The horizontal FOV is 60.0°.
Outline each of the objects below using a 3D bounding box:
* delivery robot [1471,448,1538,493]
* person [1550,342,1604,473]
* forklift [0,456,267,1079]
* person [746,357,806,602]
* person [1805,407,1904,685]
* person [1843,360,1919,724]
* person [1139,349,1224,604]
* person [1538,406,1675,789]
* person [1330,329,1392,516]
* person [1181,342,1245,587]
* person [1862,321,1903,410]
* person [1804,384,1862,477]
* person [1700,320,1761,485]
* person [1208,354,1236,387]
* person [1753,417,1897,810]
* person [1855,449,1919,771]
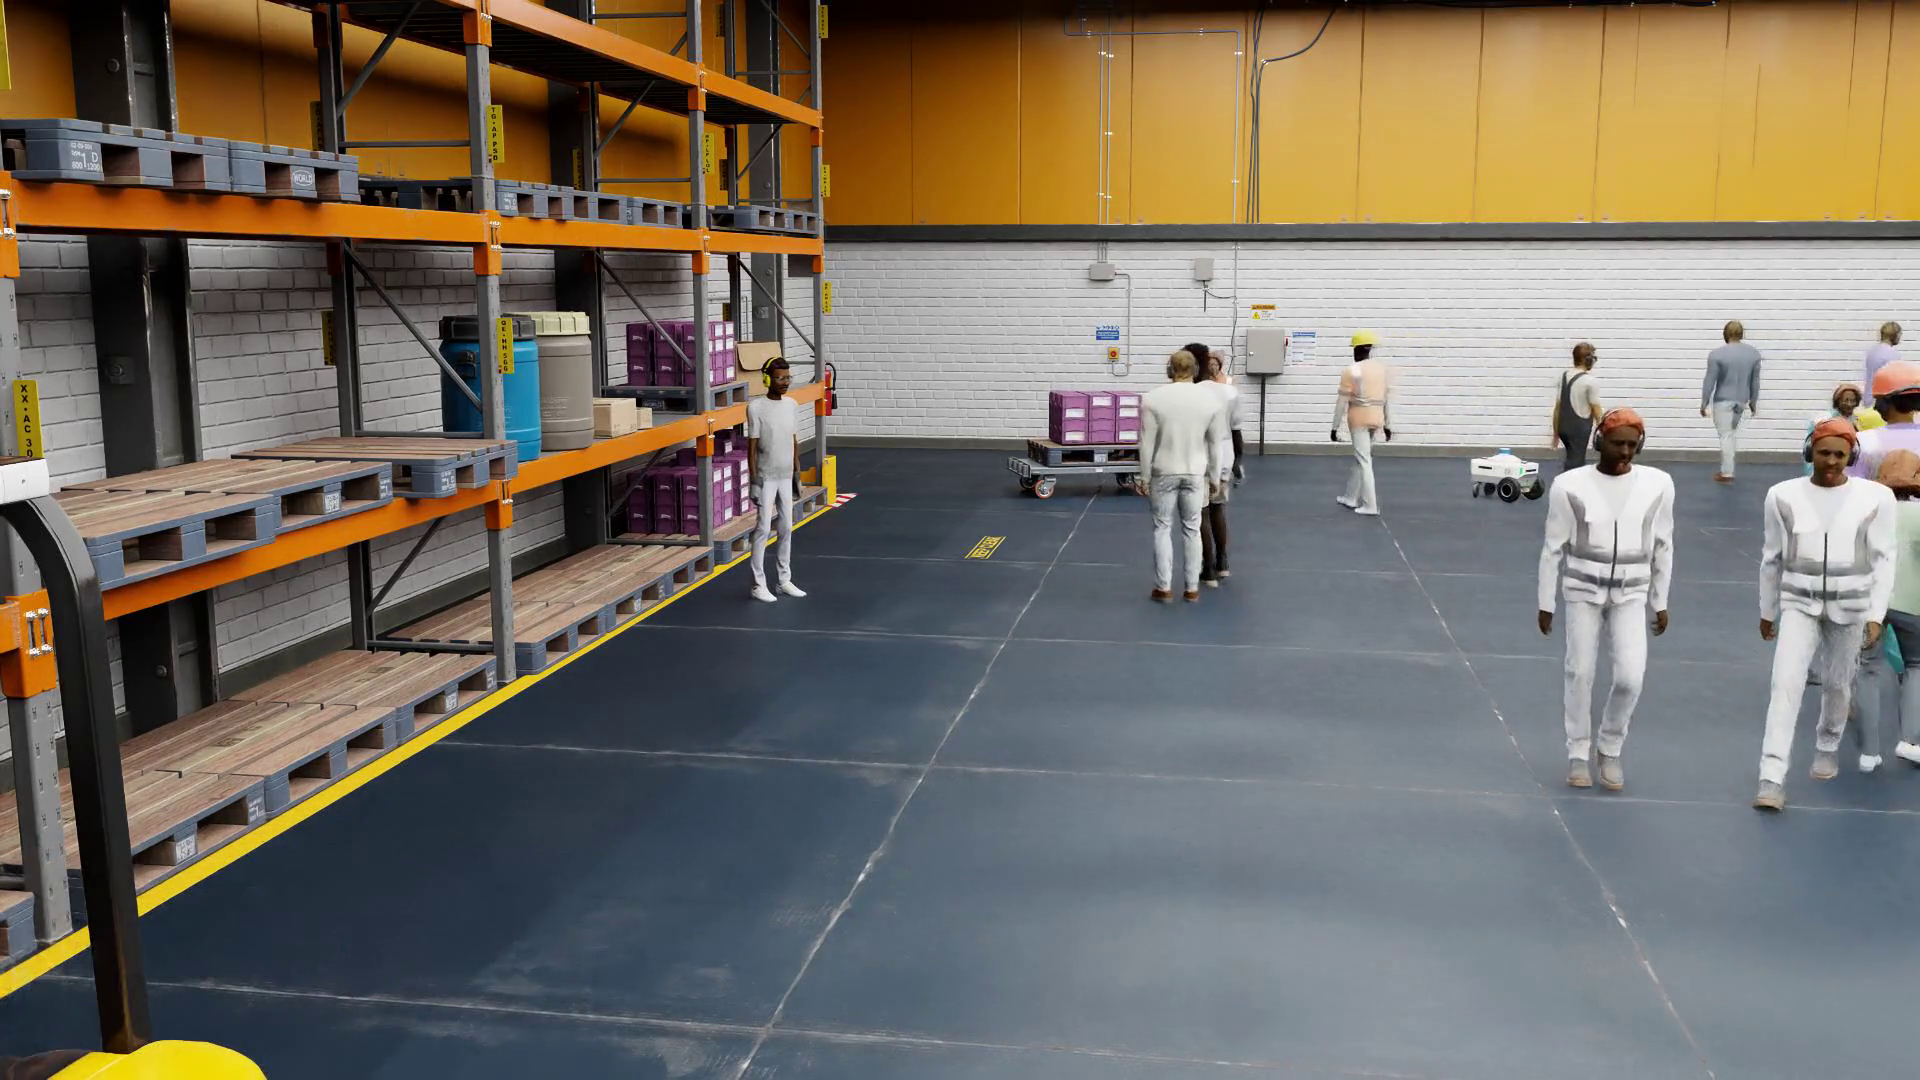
[{"bbox_3d":[5.970,-0.766,18.252,0.477,0.478,0.707,-6,11,-34],"label":"delivery robot"},{"bbox_3d":[6.103,-1.005,16.148,0.778,1.818,0.516,-2,9,-14],"label":"person"},{"bbox_3d":[-2.328,0.975,2.765,2.313,2.155,1.214,1,9,9],"label":"forklift"},{"bbox_3d":[-1.404,-0.461,12.660,0.319,1.860,0.516,8,12,42],"label":"person"},{"bbox_3d":[5.386,0.062,9.843,0.923,1.708,0.544,5,11,30],"label":"person"},{"bbox_3d":[5.030,0.049,8.976,0.617,2.028,0.626,1,9,5],"label":"person"},{"bbox_3d":[1.673,-0.473,12.552,0.650,1.916,0.419,-1,9,-5],"label":"person"},{"bbox_3d":[3.089,0.292,7.978,0.613,1.865,0.493,2,9,13],"label":"person"},{"bbox_3d":[4.083,-1.220,17.201,0.619,1.892,0.857,-5,10,-28],"label":"person"},{"bbox_3d":[1.931,-0.611,13.311,0.637,1.938,0.590,-2,9,-14],"label":"person"},{"bbox_3d":[10.733,-1.560,19.202,0.570,1.926,0.662,1,9,5],"label":"person"},{"bbox_3d":[7.111,-0.459,13.437,0.545,1.586,0.860,3,10,16],"label":"person"},{"bbox_3d":[9.014,-1.624,19.617,0.655,1.922,0.644,-2,9,-9],"label":"person"},{"bbox_3d":[2.775,-1.224,18.151,0.523,1.596,0.829,0,9,-2],"label":"person"},{"bbox_3d":[4.123,0.324,7.935,0.576,1.836,1.020,5,11,29],"label":"person"},{"bbox_3d":[4.688,0.352,8.374,0.507,1.614,0.472,8,12,41],"label":"person"}]
